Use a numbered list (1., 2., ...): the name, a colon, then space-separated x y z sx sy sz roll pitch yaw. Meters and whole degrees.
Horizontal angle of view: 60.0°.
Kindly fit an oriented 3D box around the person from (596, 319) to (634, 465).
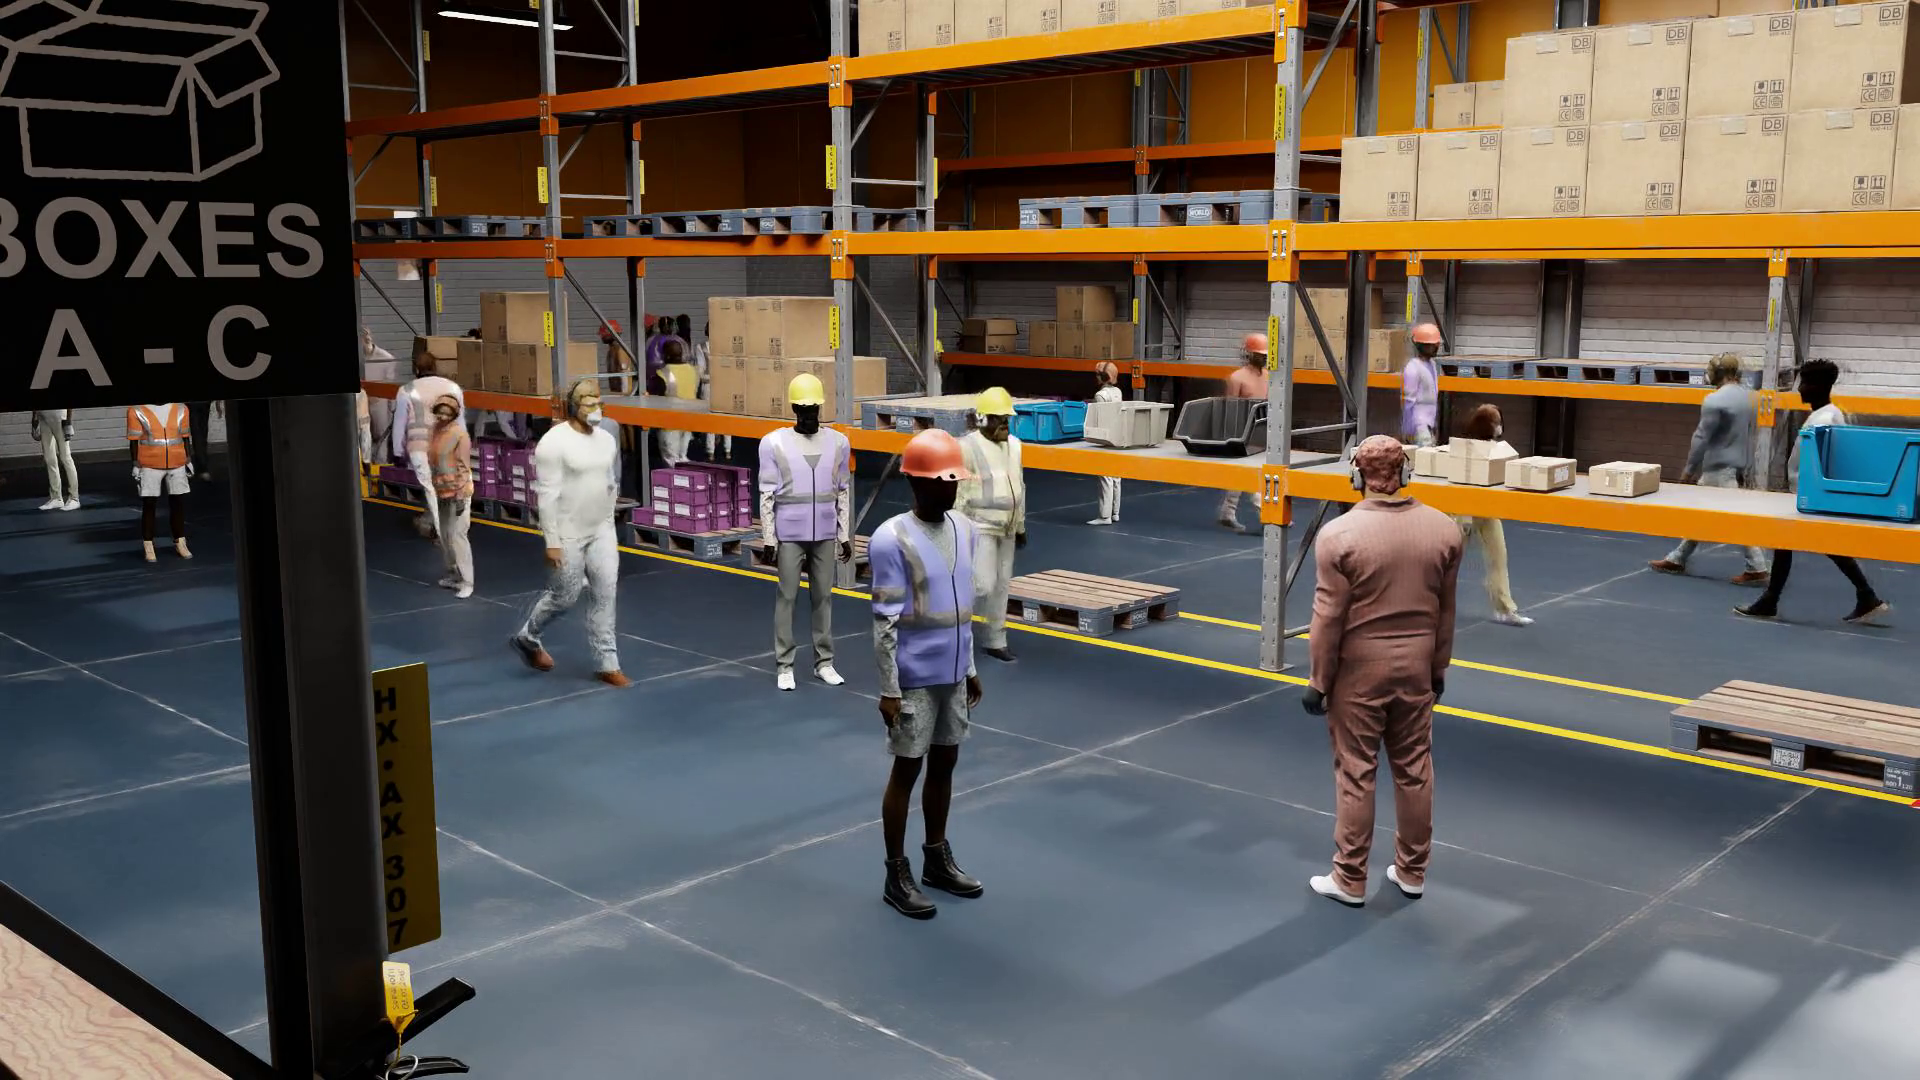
1. person: -4.472 -1.918 21.704 0.525 1.909 0.579 -4 10 -24

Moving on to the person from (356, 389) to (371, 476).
1. person: -5.437 -0.731 14.427 0.623 1.889 0.881 -6 11 -30

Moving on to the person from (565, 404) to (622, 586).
1. person: -2.981 -0.441 13.461 0.507 1.631 0.268 -5 10 -28

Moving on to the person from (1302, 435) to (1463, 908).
1. person: 1.676 0.528 6.707 0.636 1.903 0.404 -3 10 -16

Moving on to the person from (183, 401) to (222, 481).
1. person: -9.382 -1.648 20.319 0.544 1.803 0.939 -8 12 -42

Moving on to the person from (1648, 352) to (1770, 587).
1. person: 6.193 -0.581 13.552 0.648 1.889 1.025 -9 13 -44

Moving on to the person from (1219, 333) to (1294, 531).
1. person: 2.869 -1.007 15.995 0.986 1.938 0.617 9 13 44

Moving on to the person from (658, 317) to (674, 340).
1. person: -4.540 -2.491 25.455 0.594 1.838 0.649 9 13 43

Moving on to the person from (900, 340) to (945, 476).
1. person: -0.413 -1.548 19.960 0.525 1.725 0.495 4 10 24

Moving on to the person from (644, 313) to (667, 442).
1. person: -4.527 -2.389 24.552 0.593 1.909 0.450 7 11 35

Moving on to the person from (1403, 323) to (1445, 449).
1. person: 4.644 -1.208 16.987 0.690 2.017 0.618 6 11 31

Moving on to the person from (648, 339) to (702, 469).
1. person: -3.004 -1.190 17.482 0.438 1.830 0.627 7 12 37

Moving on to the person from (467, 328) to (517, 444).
1. person: -6.013 -1.775 21.107 0.978 1.808 0.637 -6 11 -34

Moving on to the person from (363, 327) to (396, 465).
1. person: -7.054 -1.626 19.961 0.682 1.880 0.649 0 9 -2

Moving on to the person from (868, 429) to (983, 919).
1. person: -0.104 0.521 6.634 0.362 1.935 0.553 8 12 41

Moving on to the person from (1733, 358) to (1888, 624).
1. person: 6.197 -0.344 11.957 0.959 1.934 0.600 7 12 36

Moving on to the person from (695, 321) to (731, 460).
1. person: -3.296 -2.019 22.374 0.584 1.880 0.346 -6 11 -32

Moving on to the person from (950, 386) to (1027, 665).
1. person: 0.173 -0.091 10.764 0.499 1.819 0.607 8 12 41

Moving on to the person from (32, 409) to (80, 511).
1. person: -9.633 -1.234 17.645 0.509 1.862 0.321 2 10 13

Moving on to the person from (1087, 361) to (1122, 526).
1. person: 1.464 -0.963 16.634 0.308 1.645 0.514 5 10 26

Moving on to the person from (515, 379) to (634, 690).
1. person: -2.401 -0.042 10.205 0.794 1.915 0.658 6 11 33

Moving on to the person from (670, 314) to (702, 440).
1. person: -4.186 -2.433 24.904 0.593 1.894 0.602 3 10 17

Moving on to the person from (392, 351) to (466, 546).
1. person: -4.975 -0.855 15.506 0.651 1.790 0.979 -8 13 -42

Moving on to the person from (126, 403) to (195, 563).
1. person: -6.989 -0.655 14.571 0.540 1.698 0.314 -8 12 -42

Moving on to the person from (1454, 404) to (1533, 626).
1. person: 3.770 -0.197 12.099 0.513 1.587 0.881 -7 11 -35

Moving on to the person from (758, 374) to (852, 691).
1. person: -0.934 -0.050 10.166 0.587 1.928 0.362 -4 10 -25

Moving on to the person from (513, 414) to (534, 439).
1. person: -6.589 -2.335 24.944 0.551 1.662 0.424 8 12 39

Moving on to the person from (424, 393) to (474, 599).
1. person: -3.995 -0.353 12.998 0.666 1.605 0.370 9 13 44

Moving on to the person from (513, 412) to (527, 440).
1. person: -6.203 -2.244 23.678 0.399 1.909 0.642 -2 10 -14
